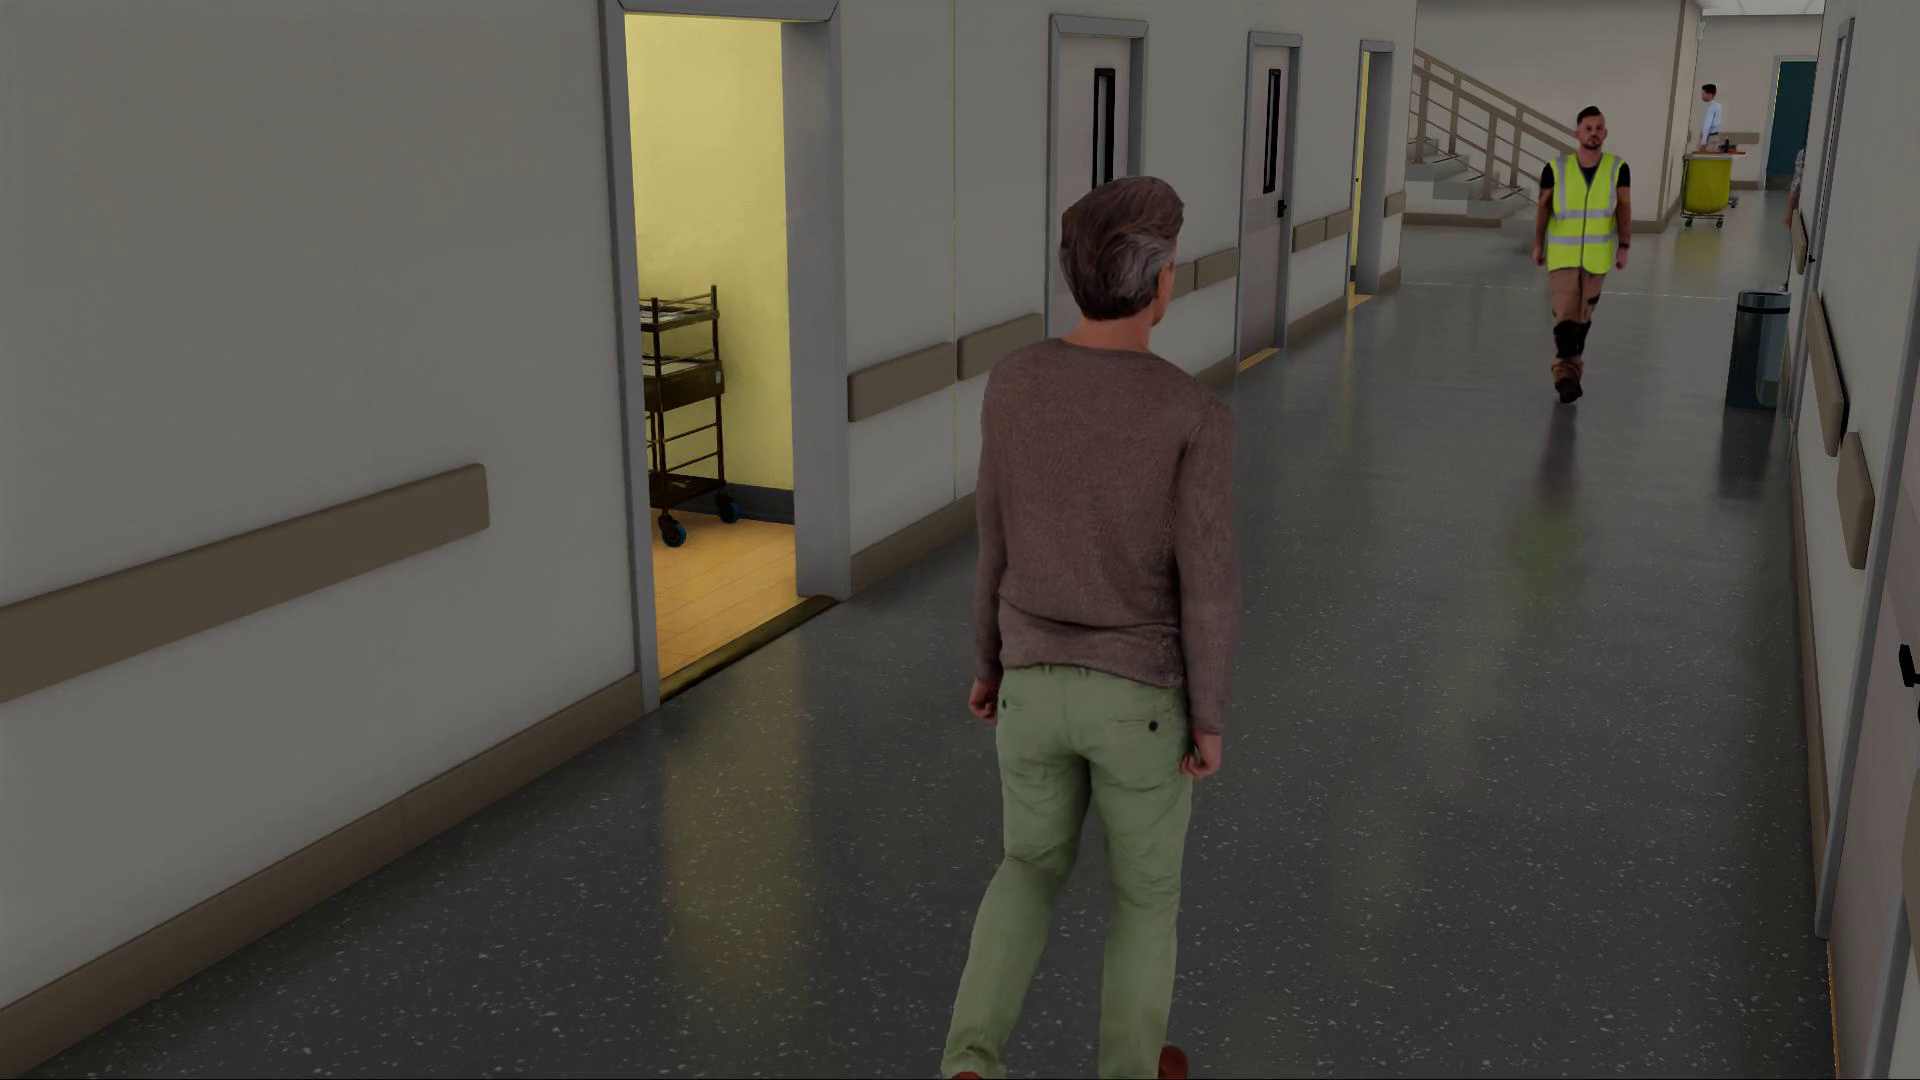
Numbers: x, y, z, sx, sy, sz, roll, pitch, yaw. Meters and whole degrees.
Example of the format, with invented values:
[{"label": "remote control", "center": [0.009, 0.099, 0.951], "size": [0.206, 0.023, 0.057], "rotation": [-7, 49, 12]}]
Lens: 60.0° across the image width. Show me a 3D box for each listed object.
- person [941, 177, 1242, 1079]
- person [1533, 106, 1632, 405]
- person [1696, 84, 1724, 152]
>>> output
[{"label": "person", "center": [0.200, 0.323, 2.964], "size": [0.904, 1.853, 0.742], "rotation": [8, 18, 26]}, {"label": "person", "center": [3.911, -1.775, 10.517], "size": [1.197, 1.794, 1.011], "rotation": [2, 16, 7]}, {"label": "person", "center": [12.247, -6.463, 27.072], "size": [0.826, 1.833, 0.818], "rotation": [14, 21, 41]}]
